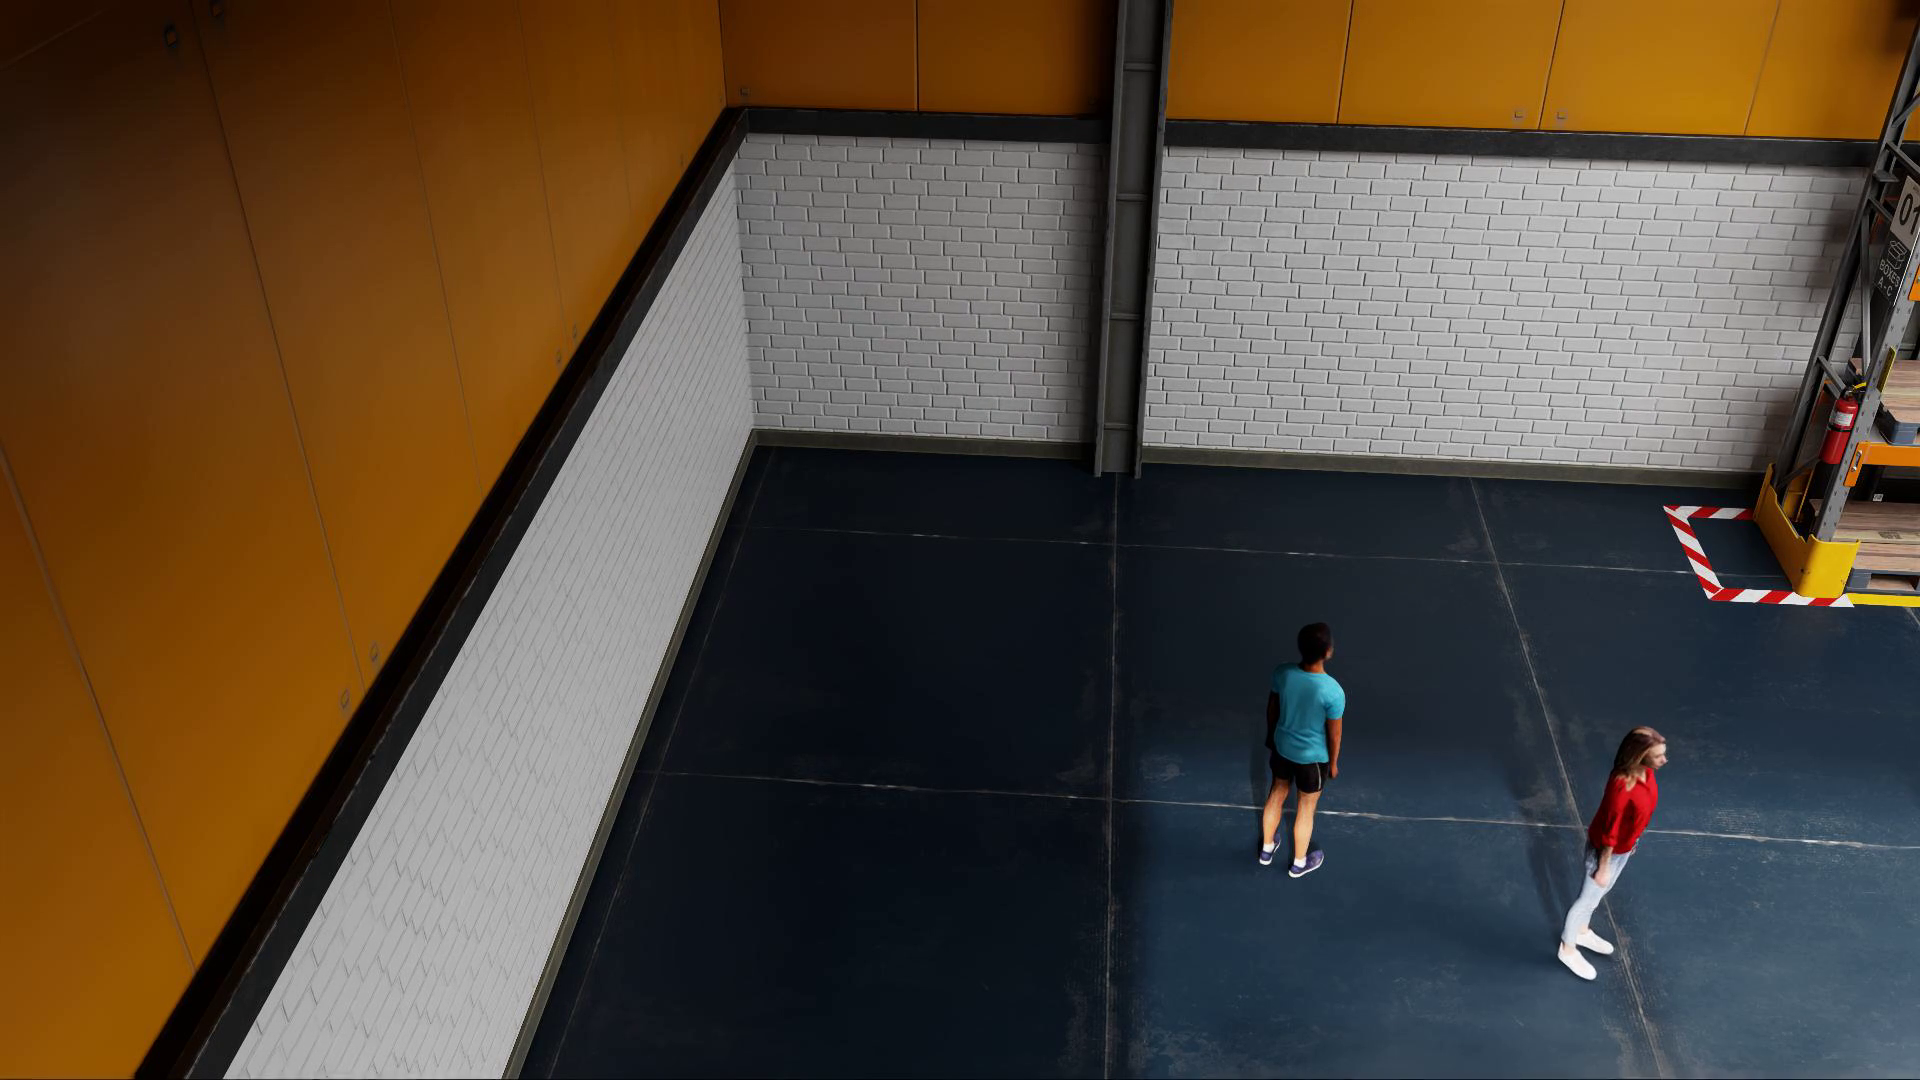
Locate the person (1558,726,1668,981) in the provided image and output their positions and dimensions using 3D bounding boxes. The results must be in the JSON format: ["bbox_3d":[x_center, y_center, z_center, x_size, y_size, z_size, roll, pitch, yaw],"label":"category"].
[{"bbox_3d":[3.630,1.704,9.264,0.707,1.705,0.686,26,42,34],"label":"person"}]

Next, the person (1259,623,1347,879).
[{"bbox_3d":[2.018,1.251,9.882,0.636,1.774,0.749,24,40,31],"label":"person"}]
